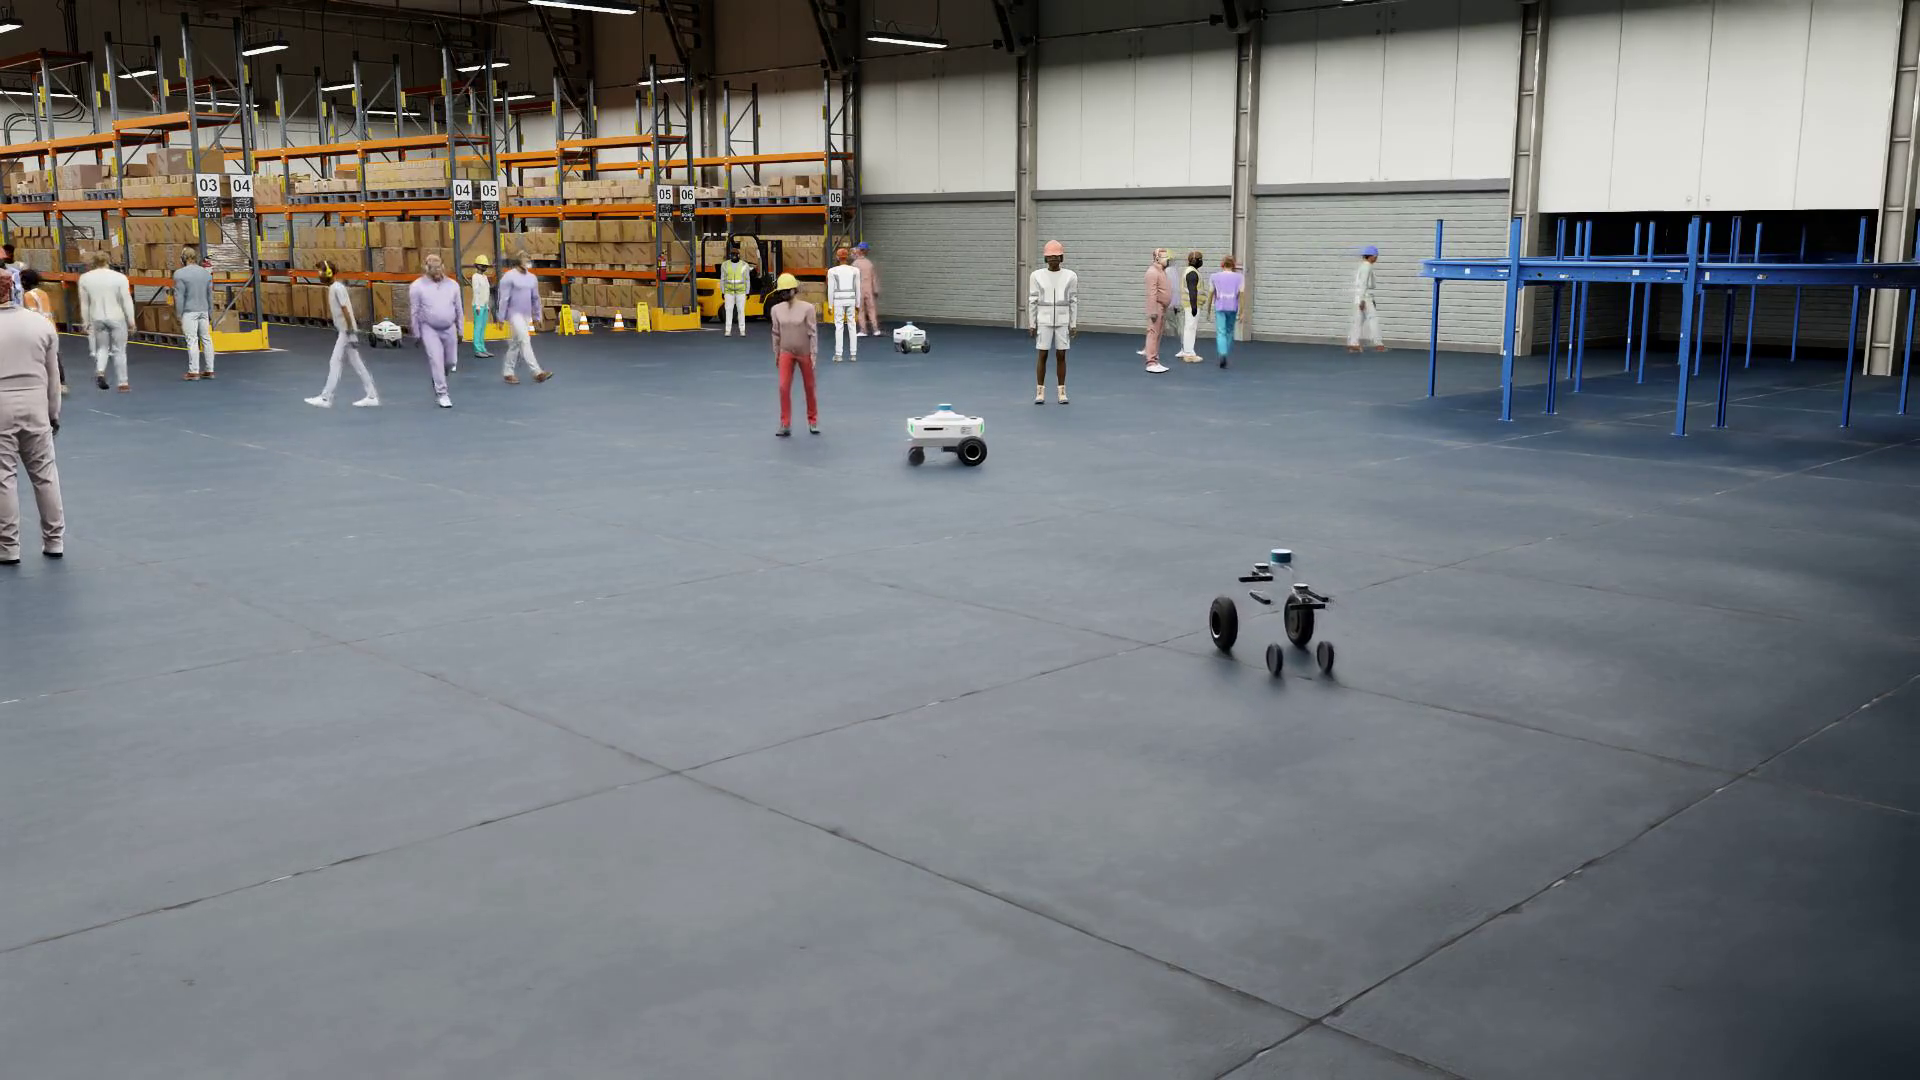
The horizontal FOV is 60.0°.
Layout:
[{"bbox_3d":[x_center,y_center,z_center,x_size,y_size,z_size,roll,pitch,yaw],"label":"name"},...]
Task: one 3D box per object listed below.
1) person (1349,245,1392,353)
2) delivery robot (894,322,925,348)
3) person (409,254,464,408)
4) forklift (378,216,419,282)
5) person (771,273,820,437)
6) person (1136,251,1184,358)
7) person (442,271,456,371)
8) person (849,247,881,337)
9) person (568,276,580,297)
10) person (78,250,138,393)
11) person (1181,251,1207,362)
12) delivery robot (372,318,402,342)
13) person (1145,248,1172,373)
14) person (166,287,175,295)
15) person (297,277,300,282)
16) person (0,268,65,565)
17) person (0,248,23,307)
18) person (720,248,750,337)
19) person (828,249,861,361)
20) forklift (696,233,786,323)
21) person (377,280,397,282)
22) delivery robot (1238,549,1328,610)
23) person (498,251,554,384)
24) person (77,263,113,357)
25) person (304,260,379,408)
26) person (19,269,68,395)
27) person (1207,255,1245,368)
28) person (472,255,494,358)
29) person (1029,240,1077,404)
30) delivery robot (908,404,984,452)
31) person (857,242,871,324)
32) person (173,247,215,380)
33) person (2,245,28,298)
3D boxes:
[{"bbox_3d":[7.432,-4.311,29.860,0.867,1.913,0.645,3,11,14],"label":"person"},{"bbox_3d":[-0.920,-3.718,30.217,0.477,0.478,0.707,-6,12,-29],"label":"delivery robot"},{"bbox_3d":[-6.539,-2.625,20.798,0.641,1.882,0.769,-7,13,-34],"label":"person"},{"bbox_3d":[-17.868,-9.201,54.028,1.873,2.768,1.129,-10,14,-44],"label":"forklift"},{"bbox_3d":[-1.734,-1.967,17.666,0.528,1.711,0.631,2,11,12],"label":"person"},{"bbox_3d":[3.616,-4.127,29.034,1.007,1.870,0.587,3,11,18],"label":"person"},{"bbox_3d":[-8.067,-3.427,25.829,0.507,1.631,0.273,-8,13,-37],"label":"person"},{"bbox_3d":[-2.013,-5.188,34.798,0.474,1.870,0.778,9,14,41],"label":"person"},{"bbox_3d":[-10.609,-7.079,45.474,0.483,1.737,0.320,4,11,19],"label":"person"},{"bbox_3d":[-11.445,-2.930,22.334,0.659,1.916,0.499,-1,10,-5],"label":"person"},{"bbox_3d":[3.939,-3.933,28.015,0.429,1.842,0.637,1,10,4],"label":"person"},{"bbox_3d":[-10.907,-3.980,31.645,0.477,0.478,0.707,-8,13,-37],"label":"delivery robot"},{"bbox_3d":[3.089,-3.566,25.839,0.400,1.910,0.643,4,11,20],"label":"person"},{"bbox_3d":[-17.829,-5.783,38.110,0.588,1.832,0.941,1,10,4],"label":"person"},{"bbox_3d":[-19.707,-7.879,49.264,0.352,1.942,0.545,-2,11,-13],"label":"person"},{"bbox_3d":[-6.169,-0.806,10.787,0.401,1.910,0.640,8,13,38],"label":"person"},{"bbox_3d":[-15.330,-3.719,26.667,0.566,1.902,0.889,-4,11,-20],"label":"person"},{"bbox_3d":[-4.725,-5.207,34.965,0.619,1.845,0.430,-1,10,-6],"label":"person"},{"bbox_3d":[-1.960,-3.973,28.125,0.576,1.883,0.355,-4,11,-20],"label":"person"},{"bbox_3d":[-5.496,-6.489,41.108,2.313,2.155,1.214,-10,14,-44],"label":"forklift"},{"bbox_3d":[-15.305,-6.955,44.432,0.538,1.866,0.313,-7,12,-33],"label":"person"},{"bbox_3d":[1.608,0.164,8.341,0.335,0.223,0.698,-2,11,-11],"label":"delivery robot"},{"bbox_3d":[-6.154,-3.140,23.582,1.037,1.879,0.644,5,12,26],"label":"person"},{"bbox_3d":[-15.131,-4.026,29.094,0.501,1.632,0.285,-4,11,-23],"label":"person"},{"bbox_3d":[-7.674,-2.533,20.499,0.916,1.801,0.553,-4,11,-22],"label":"person"},{"bbox_3d":[-12.186,-2.742,22.006,0.577,1.660,0.551,-1,10,-4],"label":"person"},{"bbox_3d":[4.303,-3.695,26.868,0.588,1.811,0.897,0,10,2],"label":"person"},{"bbox_3d":[-8.322,-4.070,28.977,0.329,1.765,0.525,1,10,5],"label":"person"},{"bbox_3d":[1.177,-2.741,20.965,0.614,2.042,0.373,0,10,-2],"label":"person"},{"bbox_3d":[-0.134,-1.030,15.558,0.707,0.478,0.477,-1,10,-3],"label":"delivery robot"},{"bbox_3d":[-2.333,-6.160,39.872,0.387,1.948,0.602,-1,10,-5],"label":"person"},{"bbox_3d":[-11.272,-3.333,24.504,0.357,1.933,0.627,5,11,25],"label":"person"},{"bbox_3d":[-18.569,-4.828,32.682,0.630,1.913,1.008,-9,14,-40],"label":"person"}]
